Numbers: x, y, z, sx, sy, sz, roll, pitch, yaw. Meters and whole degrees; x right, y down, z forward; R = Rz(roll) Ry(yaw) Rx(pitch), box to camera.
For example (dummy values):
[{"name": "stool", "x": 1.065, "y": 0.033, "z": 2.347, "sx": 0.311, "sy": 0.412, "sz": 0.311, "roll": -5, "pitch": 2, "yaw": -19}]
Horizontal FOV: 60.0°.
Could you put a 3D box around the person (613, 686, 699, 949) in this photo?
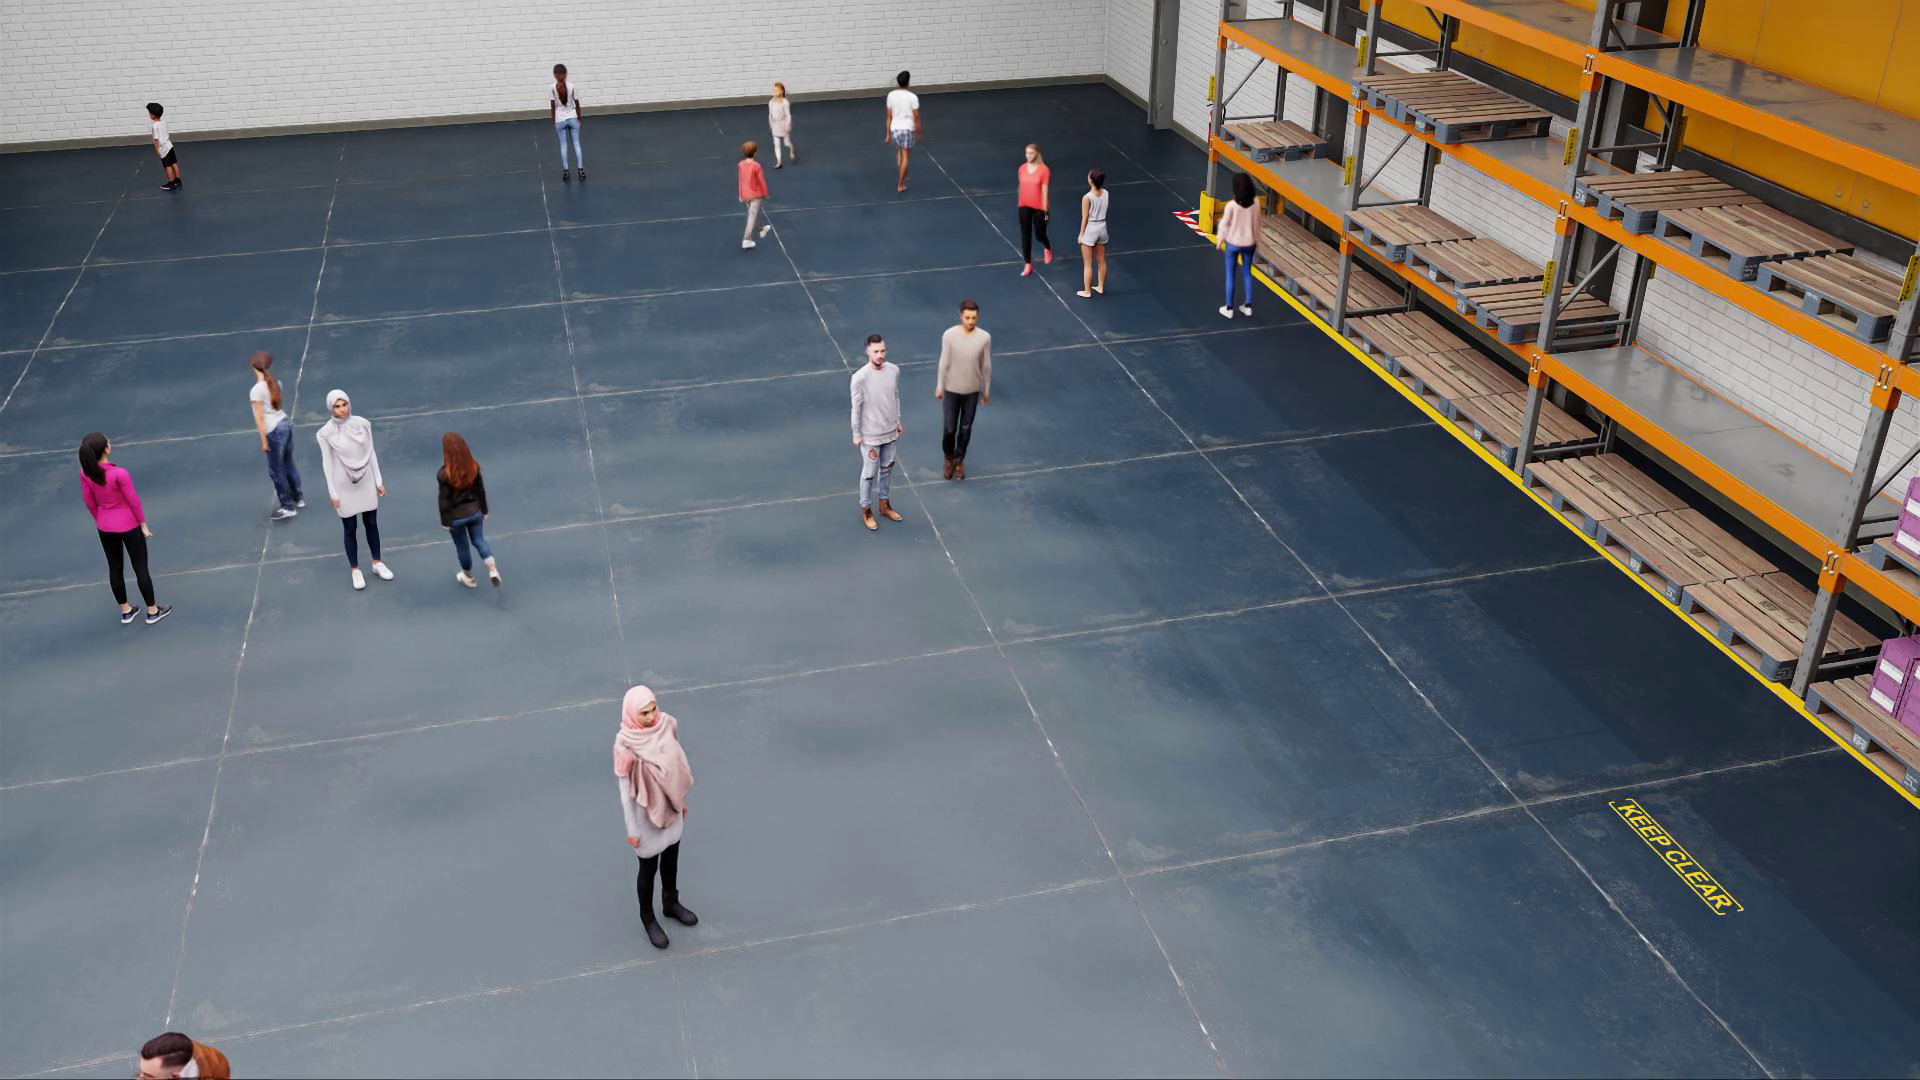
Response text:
[{"name": "person", "x": -1.879, "y": 1.676, "z": 10.227, "sx": 0.786, "sy": 1.804, "sz": 0.745, "roll": 20, "pitch": 35, "yaw": 33}]

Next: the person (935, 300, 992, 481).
[{"name": "person", "x": 0.017, "y": -1.470, "z": 15.953, "sx": 0.697, "sy": 1.843, "sz": 0.602, "roll": -3, "pitch": 29, "yaw": -5}]

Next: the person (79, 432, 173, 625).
[{"name": "person", "x": -6.877, "y": -0.100, "z": 13.593, "sx": 0.661, "sy": 1.699, "sz": 0.669, "roll": 2, "pitch": 29, "yaw": 4}]

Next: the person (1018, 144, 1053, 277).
[{"name": "person", "x": 0.978, "y": -4.211, "z": 21.148, "sx": 0.875, "sy": 1.680, "sz": 0.950, "roll": 14, "pitch": 31, "yaw": 23}]

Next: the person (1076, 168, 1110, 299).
[{"name": "person", "x": 1.653, "y": -3.779, "z": 20.436, "sx": 0.646, "sy": 1.604, "sz": 0.668, "roll": -20, "pitch": 35, "yaw": -32}]

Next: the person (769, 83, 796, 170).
[{"name": "person", "x": -2.723, "y": -6.376, "z": 25.514, "sx": 0.785, "sy": 1.301, "sz": 0.885, "roll": 11, "pitch": 31, "yaw": 20}]

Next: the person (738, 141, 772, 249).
[{"name": "person", "x": -2.798, "y": -4.553, "z": 22.087, "sx": 0.925, "sy": 1.381, "sz": 0.970, "roll": 16, "pitch": 33, "yaw": 27}]

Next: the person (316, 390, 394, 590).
[{"name": "person", "x": -5.159, "y": -0.452, "z": 14.158, "sx": 0.681, "sy": 1.775, "sz": 0.661, "roll": -21, "pitch": 35, "yaw": -33}]

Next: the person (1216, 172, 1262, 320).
[{"name": "person", "x": 3.322, "y": -3.472, "z": 19.709, "sx": 0.672, "sy": 1.762, "sz": 0.572, "roll": -6, "pitch": 29, "yaw": -11}]

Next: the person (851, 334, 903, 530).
[{"name": "person", "x": -0.747, "y": -1.012, "z": 15.118, "sx": 0.756, "sy": 1.839, "sz": 0.703, "roll": -20, "pitch": 35, "yaw": -33}]

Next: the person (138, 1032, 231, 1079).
[{"name": "person", "x": -3.532, "y": 2.980, "z": 7.802, "sx": 0.844, "sy": 1.837, "sz": 0.885, "roll": 11, "pitch": 30, "yaw": 19}]

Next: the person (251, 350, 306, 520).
[{"name": "person", "x": -6.312, "y": -0.976, "z": 15.358, "sx": 0.859, "sy": 1.545, "sz": 0.695, "roll": 2, "pitch": 29, "yaw": 3}]

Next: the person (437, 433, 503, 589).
[{"name": "person", "x": -4.151, "y": -0.208, "z": 14.028, "sx": 0.767, "sy": 1.472, "sz": 0.885, "roll": -25, "pitch": 37, "yaw": -38}]

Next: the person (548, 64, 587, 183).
[{"name": "person", "x": -5.866, "y": -6.234, "z": 24.815, "sx": 0.582, "sy": 1.720, "sz": 0.511, "roll": -8, "pitch": 30, "yaw": -14}]

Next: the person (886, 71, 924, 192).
[{"name": "person", "x": -0.863, "y": -5.931, "z": 24.271, "sx": 0.846, "sy": 1.709, "sz": 0.912, "roll": 11, "pitch": 30, "yaw": 19}]

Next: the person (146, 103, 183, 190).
[{"name": "person", "x": -11.745, "y": -5.825, "z": 24.551, "sx": 0.604, "sy": 1.256, "sz": 0.506, "roll": 3, "pitch": 29, "yaw": 6}]
